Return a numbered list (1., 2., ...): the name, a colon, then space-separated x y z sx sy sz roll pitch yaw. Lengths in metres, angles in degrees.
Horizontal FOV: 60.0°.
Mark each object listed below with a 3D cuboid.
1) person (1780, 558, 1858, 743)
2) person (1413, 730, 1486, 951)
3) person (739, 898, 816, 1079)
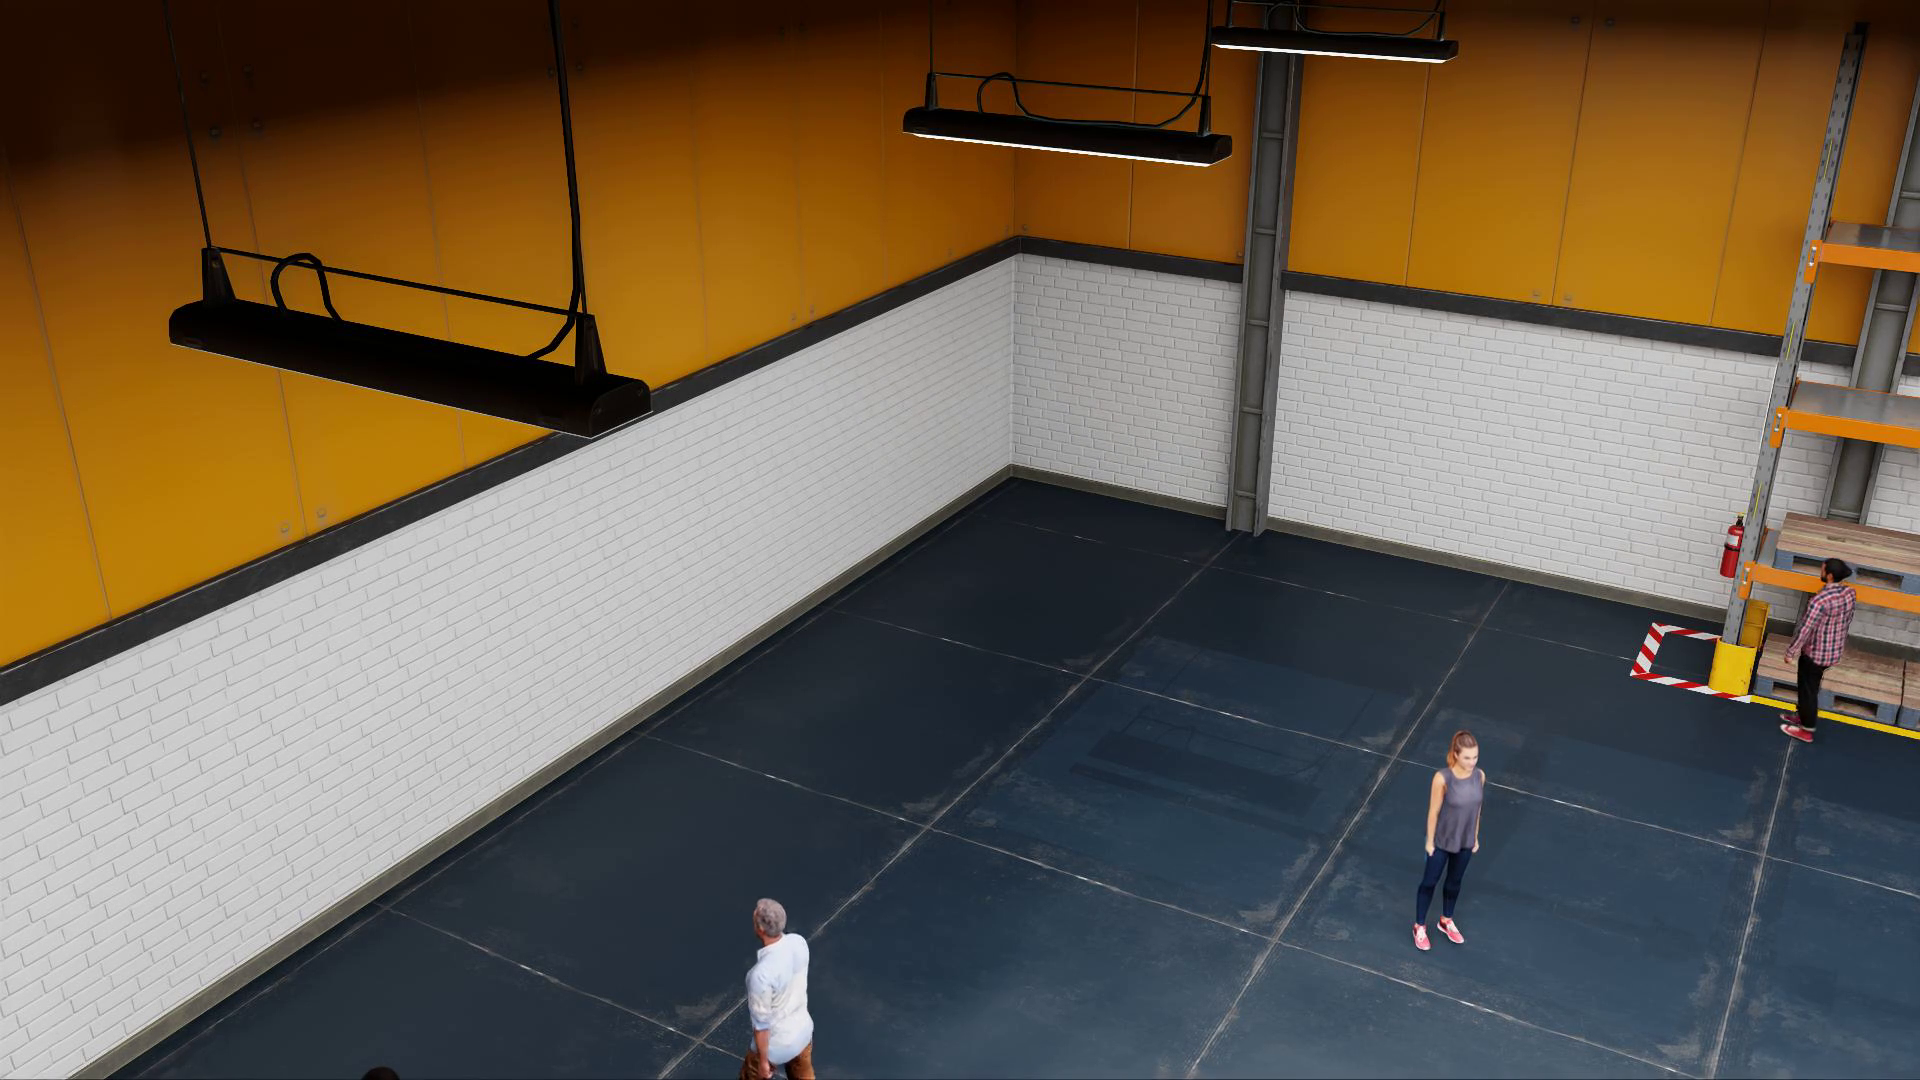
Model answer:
1. person: 7.610 0.986 14.609 0.873 1.754 0.896 -13 27 -27
2. person: 3.539 2.150 11.987 0.648 1.722 0.710 -6 24 -13
3. person: -1.007 2.985 9.977 0.892 1.802 0.701 14 27 28
